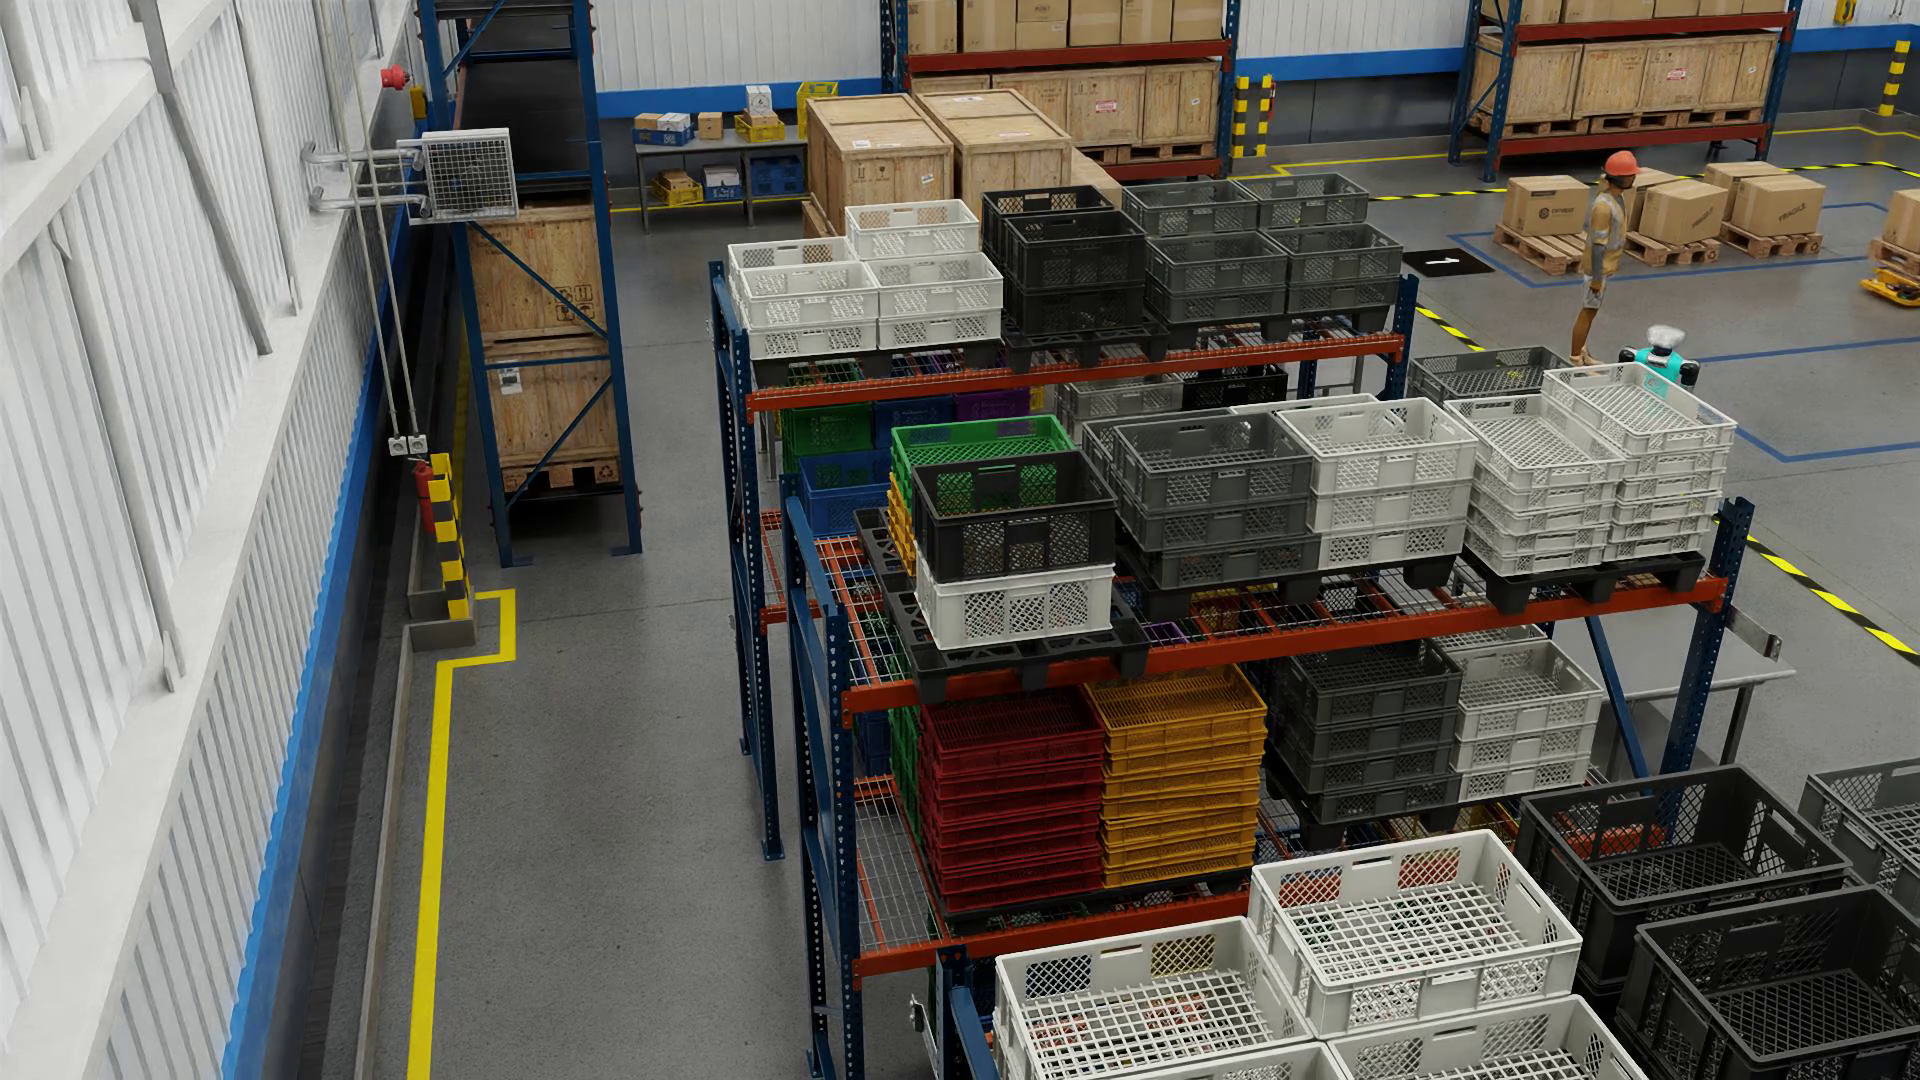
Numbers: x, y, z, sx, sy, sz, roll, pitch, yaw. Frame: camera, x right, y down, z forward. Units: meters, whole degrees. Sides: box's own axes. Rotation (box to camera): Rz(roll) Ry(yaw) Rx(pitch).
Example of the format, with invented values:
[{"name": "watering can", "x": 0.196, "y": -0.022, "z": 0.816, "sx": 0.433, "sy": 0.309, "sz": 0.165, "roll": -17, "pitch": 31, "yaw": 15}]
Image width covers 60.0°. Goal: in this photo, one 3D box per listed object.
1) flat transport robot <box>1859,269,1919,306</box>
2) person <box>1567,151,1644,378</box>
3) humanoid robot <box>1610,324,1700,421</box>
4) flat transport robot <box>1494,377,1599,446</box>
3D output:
[{"name": "flat transport robot", "x": 10.073, "y": -2.644, "z": 17.033, "sx": 1.431, "sy": 0.197, "sz": 0.652, "roll": -6, "pitch": 28, "yaw": -12}, {"name": "person", "x": 5.708, "y": -2.430, "z": 14.754, "sx": 0.372, "sy": 2.045, "sz": 0.606, "roll": 14, "pitch": 31, "yaw": 25}, {"name": "humanoid robot", "x": 4.903, "y": -0.787, "z": 11.820, "sx": 0.533, "sy": 1.677, "sz": 0.735, "roll": 17, "pitch": 32, "yaw": 29}, {"name": "flat transport robot", "x": 4.780, "y": -1.036, "z": 14.013, "sx": 0.659, "sy": 0.231, "sz": 1.431, "roll": -6, "pitch": 28, "yaw": -12}]
